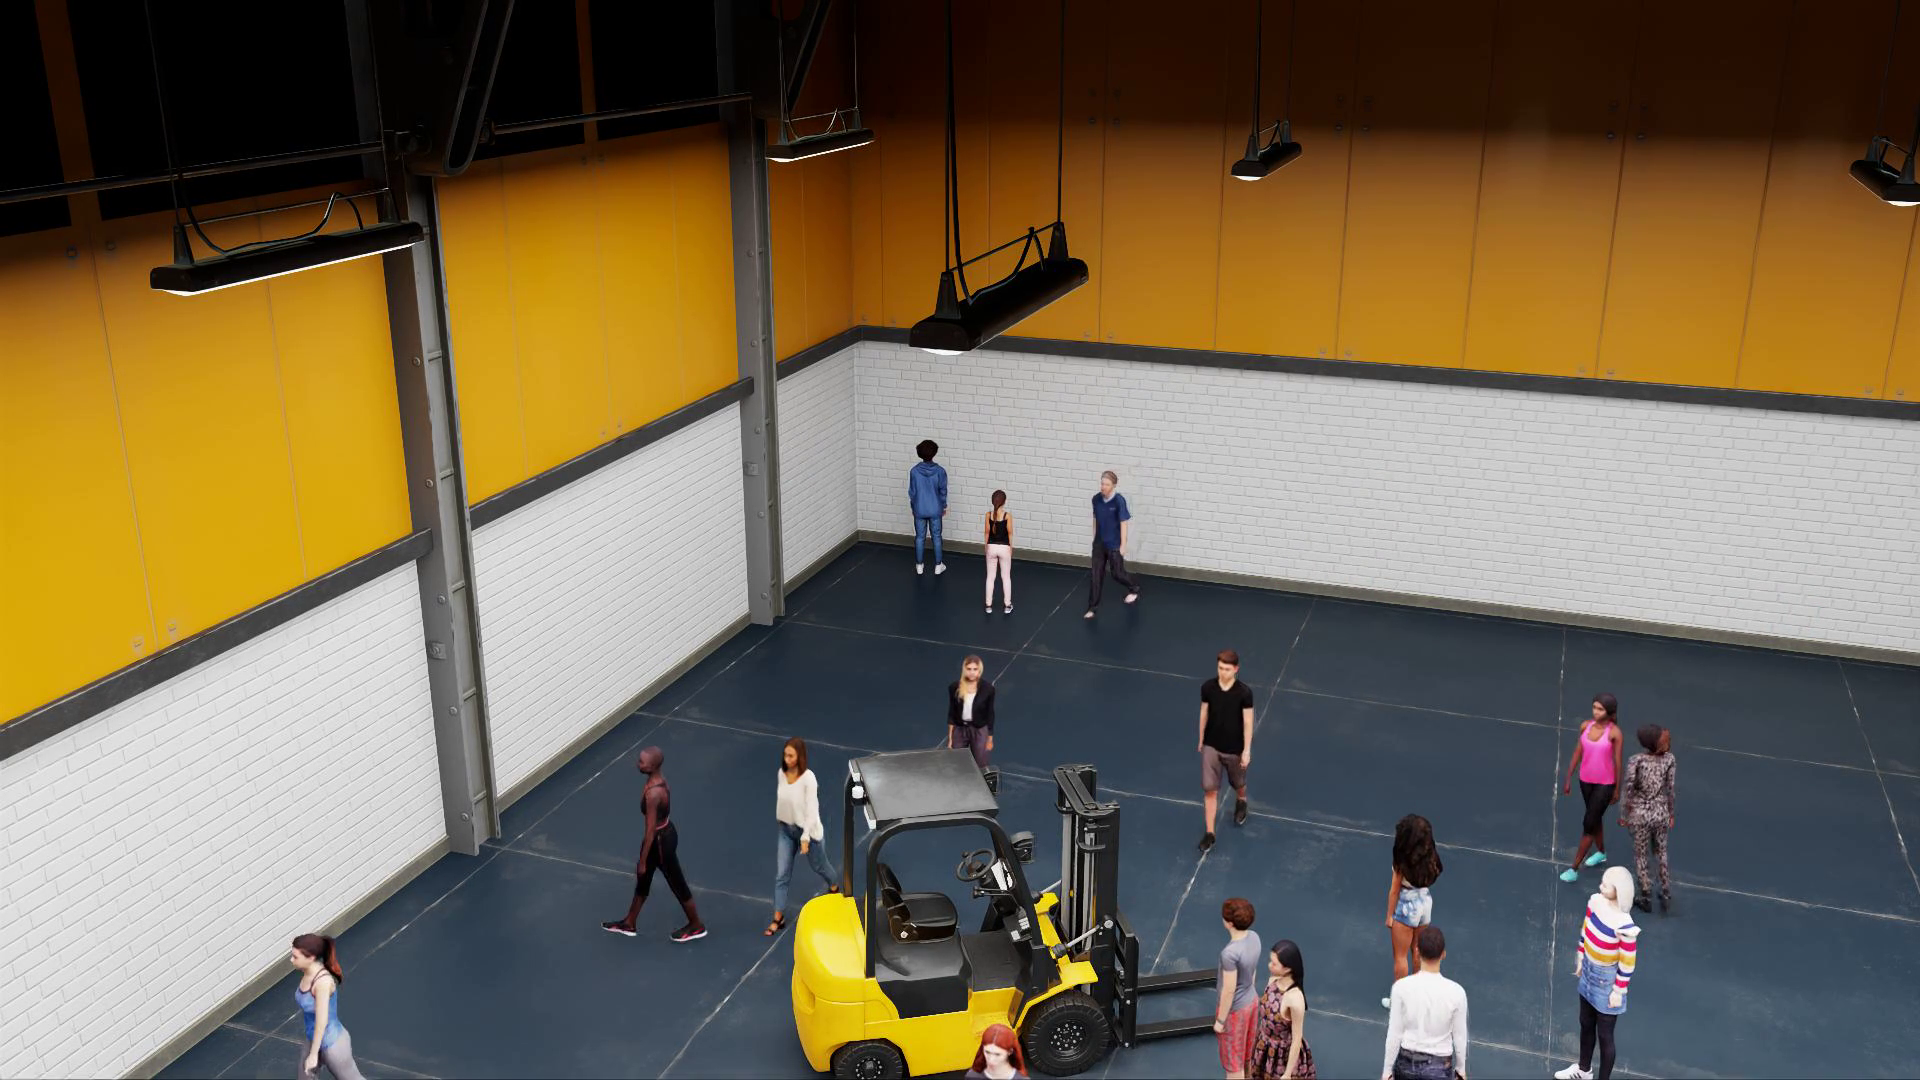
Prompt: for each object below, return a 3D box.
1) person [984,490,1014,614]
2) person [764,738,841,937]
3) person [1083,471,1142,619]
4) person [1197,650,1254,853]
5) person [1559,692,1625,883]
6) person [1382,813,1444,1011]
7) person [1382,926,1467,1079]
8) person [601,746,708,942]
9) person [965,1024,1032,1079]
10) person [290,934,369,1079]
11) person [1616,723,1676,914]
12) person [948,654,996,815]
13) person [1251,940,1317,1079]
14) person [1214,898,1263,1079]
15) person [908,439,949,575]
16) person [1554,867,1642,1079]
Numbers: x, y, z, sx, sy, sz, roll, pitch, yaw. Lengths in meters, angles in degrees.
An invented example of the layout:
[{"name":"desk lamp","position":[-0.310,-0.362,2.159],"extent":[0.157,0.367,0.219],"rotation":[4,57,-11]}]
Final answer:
[{"name":"person","position":[0.479,0.135,20.567],"extent":[0.540,1.562,0.532],"rotation":[3,19,10]},{"name":"person","position":[-1.245,2.399,13.724],"extent":[0.801,1.639,1.151],"rotation":[13,22,33]},{"name":"person","position":[1.894,0.032,20.452],"extent":[0.924,1.829,1.250],"rotation":[15,24,37]},{"name":"person","position":[2.449,1.838,15.088],"extent":[0.743,1.831,1.236],"rotation":[8,20,23]},{"name":"person","position":[5.606,2.110,14.503],"extent":[1.082,1.689,0.917],"rotation":[-14,23,-35]},{"name":"person","position":[3.397,2.808,12.535],"extent":[0.651,1.621,0.728],"rotation":[-13,23,-34]},{"name":"person","position":[2.920,3.381,10.488],"extent":[0.687,1.841,1.240],"rotation":[7,20,19]},{"name":"person","position":[-2.302,2.463,13.394],"extent":[1.020,1.728,1.107],"rotation":[-3,19,-9]},{"name":"person","position":[0.226,3.634,9.835],"extent":[0.609,1.779,0.519],"rotation":[4,19,12]},{"name":"person","position":[-4.141,3.330,11.068],"extent":[1.112,1.568,0.938],"rotation":[-14,23,-35]},{"name":"person","position":[5.764,2.321,13.869],"extent":[0.776,1.692,0.750],"rotation":[2,19,6]},{"name":"person","position":[0.103,1.827,15.374],"extent":[0.625,1.668,0.578],"rotation":[3,19,9]},{"name":"person","position":[2.051,3.345,10.698],"extent":[0.863,1.776,0.790],"rotation":[-5,19,-16]},{"name":"person","position":[1.899,3.193,11.346],"extent":[0.715,1.650,0.584],"rotation":[15,24,38]},{"name":"person","position":[-0.417,-0.438,21.878],"extent":[0.728,1.811,0.660],"rotation":[2,19,6]},{"name":"person","position":[4.462,3.051,11.524],"extent":[0.780,1.807,0.668],"rotation":[-5,19,-14]}]
